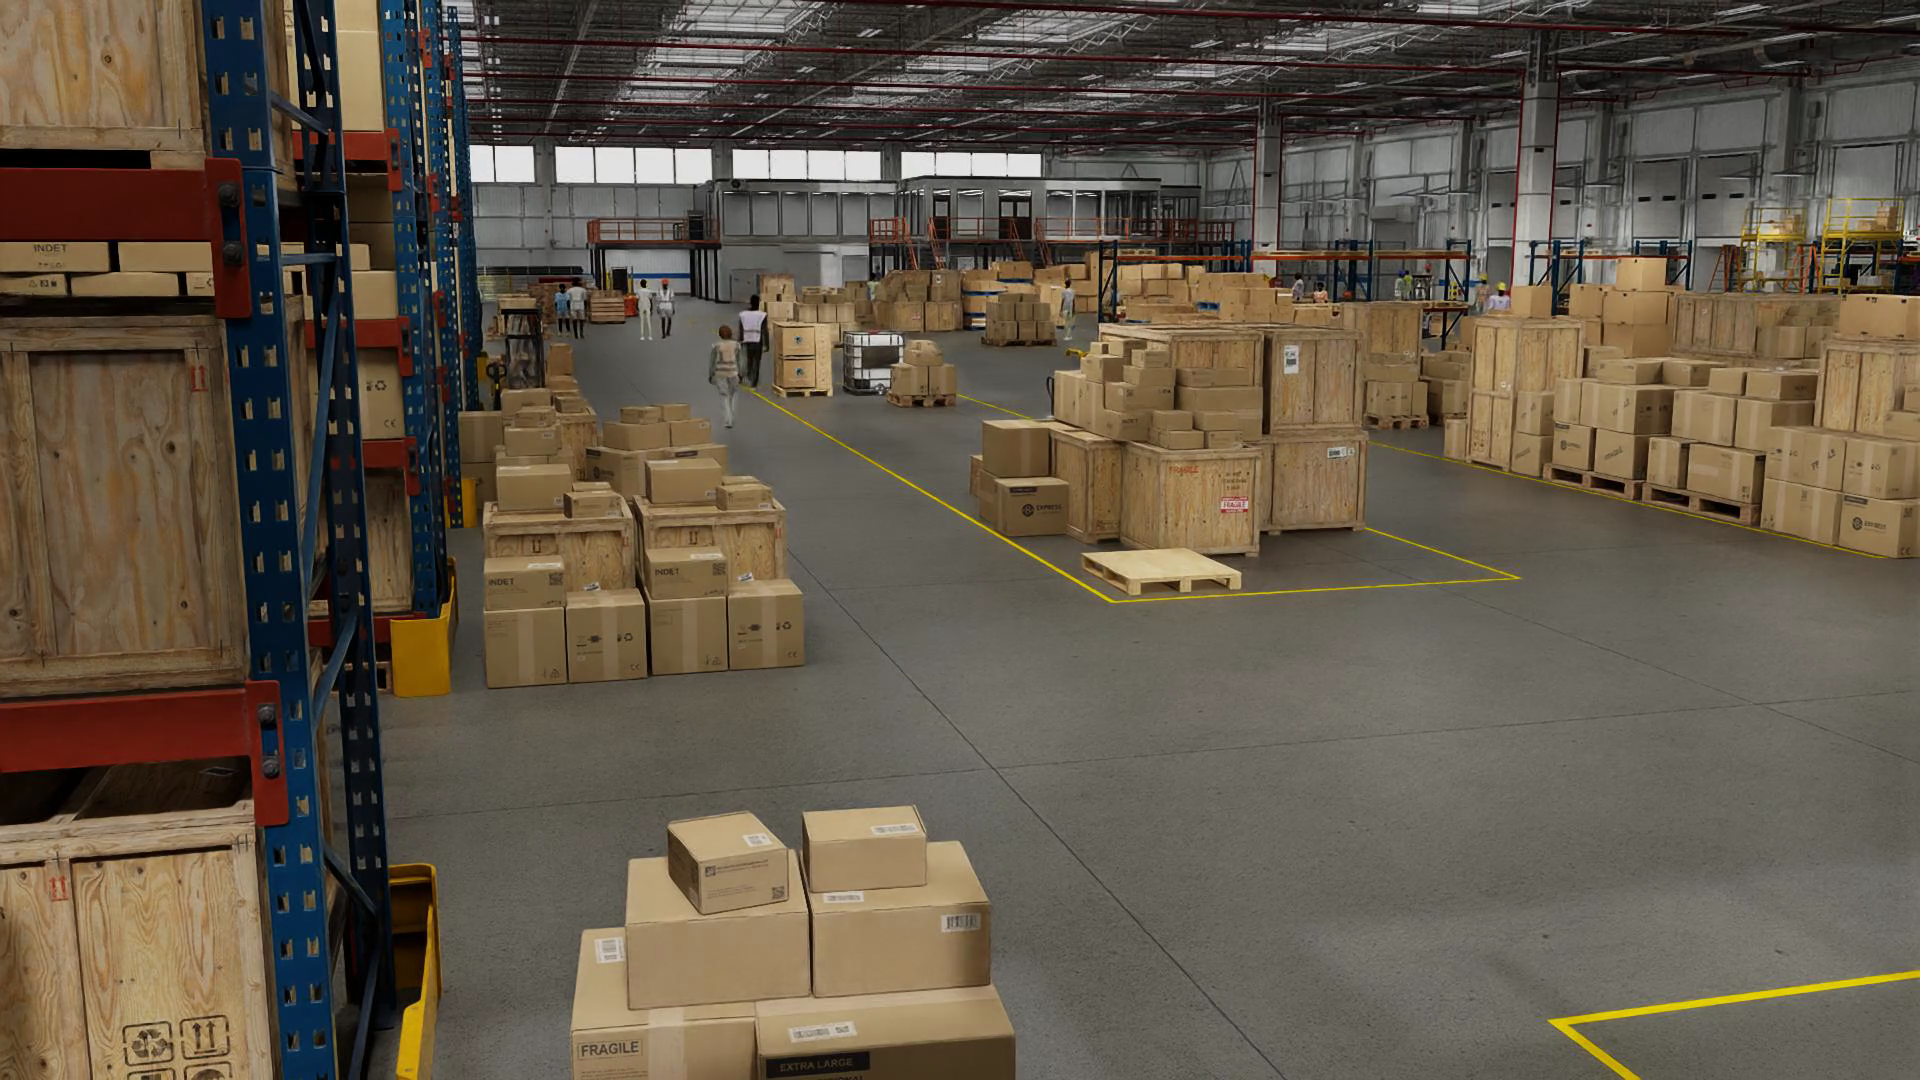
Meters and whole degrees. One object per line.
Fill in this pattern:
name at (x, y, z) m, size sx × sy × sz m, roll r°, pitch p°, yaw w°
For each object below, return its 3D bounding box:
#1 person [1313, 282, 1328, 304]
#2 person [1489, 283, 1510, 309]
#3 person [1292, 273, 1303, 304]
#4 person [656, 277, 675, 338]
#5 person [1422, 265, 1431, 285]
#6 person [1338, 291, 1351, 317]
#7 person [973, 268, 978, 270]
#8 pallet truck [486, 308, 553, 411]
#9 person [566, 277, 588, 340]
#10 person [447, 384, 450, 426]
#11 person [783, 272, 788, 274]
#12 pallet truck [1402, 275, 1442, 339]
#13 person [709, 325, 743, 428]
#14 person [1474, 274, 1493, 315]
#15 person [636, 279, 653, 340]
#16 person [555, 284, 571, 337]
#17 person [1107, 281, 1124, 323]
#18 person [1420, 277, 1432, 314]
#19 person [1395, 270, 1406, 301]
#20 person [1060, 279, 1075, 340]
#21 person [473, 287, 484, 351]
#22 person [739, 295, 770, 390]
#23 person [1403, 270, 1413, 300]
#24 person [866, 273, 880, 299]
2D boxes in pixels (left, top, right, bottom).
person at (11.973, -7.725, 55.297) m, size 0.533 × 1.690 × 0.321 m, roll 7°, pitch 12°, yaw 35°
person at (14.595, -6.008, 45.002) m, size 0.595 × 1.890 × 0.896 m, roll 3°, pitch 11°, yaw 18°
person at (13.262, -9.584, 65.440) m, size 0.432 × 1.831 × 0.718 m, roll 0°, pitch 10°, yaw -2°
person at (-9.208, -7.258, 52.012) m, size 0.606 × 1.909 × 0.516 m, roll -2°, pitch 10°, yaw -11°
person at (21.911, -11.898, 78.049) m, size 0.618 × 1.993 × 0.396 m, roll -8°, pitch 13°, yaw -39°
person at (9.030, -4.894, 38.802) m, size 0.770 × 1.845 × 0.585 m, roll 9°, pitch 14°, yaw 42°
person at (0.724, -11.726, 77.394) m, size 0.353 × 1.883 × 0.577 m, roll -1°, pitch 10°, yaw -6°
pallet truck at (-6.242, -2.418, 24.362) m, size 0.823 × 1.965 × 1.885 m, roll 1°, pitch 10°, yaw 3°
person at (-11.886, -7.192, 51.584) m, size 0.631 × 1.921 × 0.929 m, roll -2°, pitch 10°, yaw -12°
person at (-6.348, -1.583, 20.077) m, size 0.429 × 1.843 × 0.628 m, roll 7°, pitch 12°, yaw 35°
person at (-6.510, -9.011, 61.912) m, size 0.566 × 1.916 × 0.489 m, roll -7°, pitch 12°, yaw -35°
pallet truck at (14.620, -7.324, 52.145) m, size 0.823 × 1.965 × 1.885 m, roll 8°, pitch 13°, yaw 40°
person at (-3.763, -2.609, 26.513) m, size 0.541 × 1.606 × 0.758 m, roll -5°, pitch 11°, yaw -27°
person at (18.411, -8.408, 58.516) m, size 0.630 × 1.910 × 0.487 m, roll 6°, pitch 11°, yaw 29°
person at (-9.685, -7.055, 51.006) m, size 0.515 × 1.864 × 0.336 m, roll -2°, pitch 10°, yaw -12°
person at (-12.647, -7.323, 53.015) m, size 0.533 × 1.694 × 0.320 m, roll 0°, pitch 10°, yaw 1°
person at (4.757, -6.997, 50.770) m, size 0.525 × 1.823 × 0.630 m, roll 2°, pitch 10°, yaw 13°
person at (15.139, -7.622, 54.013) m, size 0.373 × 1.935 × 0.628 m, roll 7°, pitch 12°, yaw 33°
person at (17.111, -9.508, 64.651) m, size 0.404 × 1.945 × 0.616 m, roll -1°, pitch 10°, yaw -6°
person at (3.301, -7.072, 51.087) m, size 0.532 × 1.869 × 0.315 m, roll -6°, pitch 12°, yaw -32°
person at (-13.097, -6.007, 44.566) m, size 0.536 × 2.000 × 0.673 m, roll 3°, pitch 11°, yaw 18°
person at (-4.104, -3.961, 33.369) m, size 0.617 × 1.895 × 0.606 m, roll 2°, pitch 10°, yaw 14°
person at (19.715, -11.027, 73.604) m, size 0.634 × 1.830 × 0.429 m, roll -4°, pitch 11°, yaw -23°
person at (-3.133, -8.696, 60.140) m, size 0.599 × 1.917 × 0.377 m, roll -9°, pitch 13°, yaw -41°
